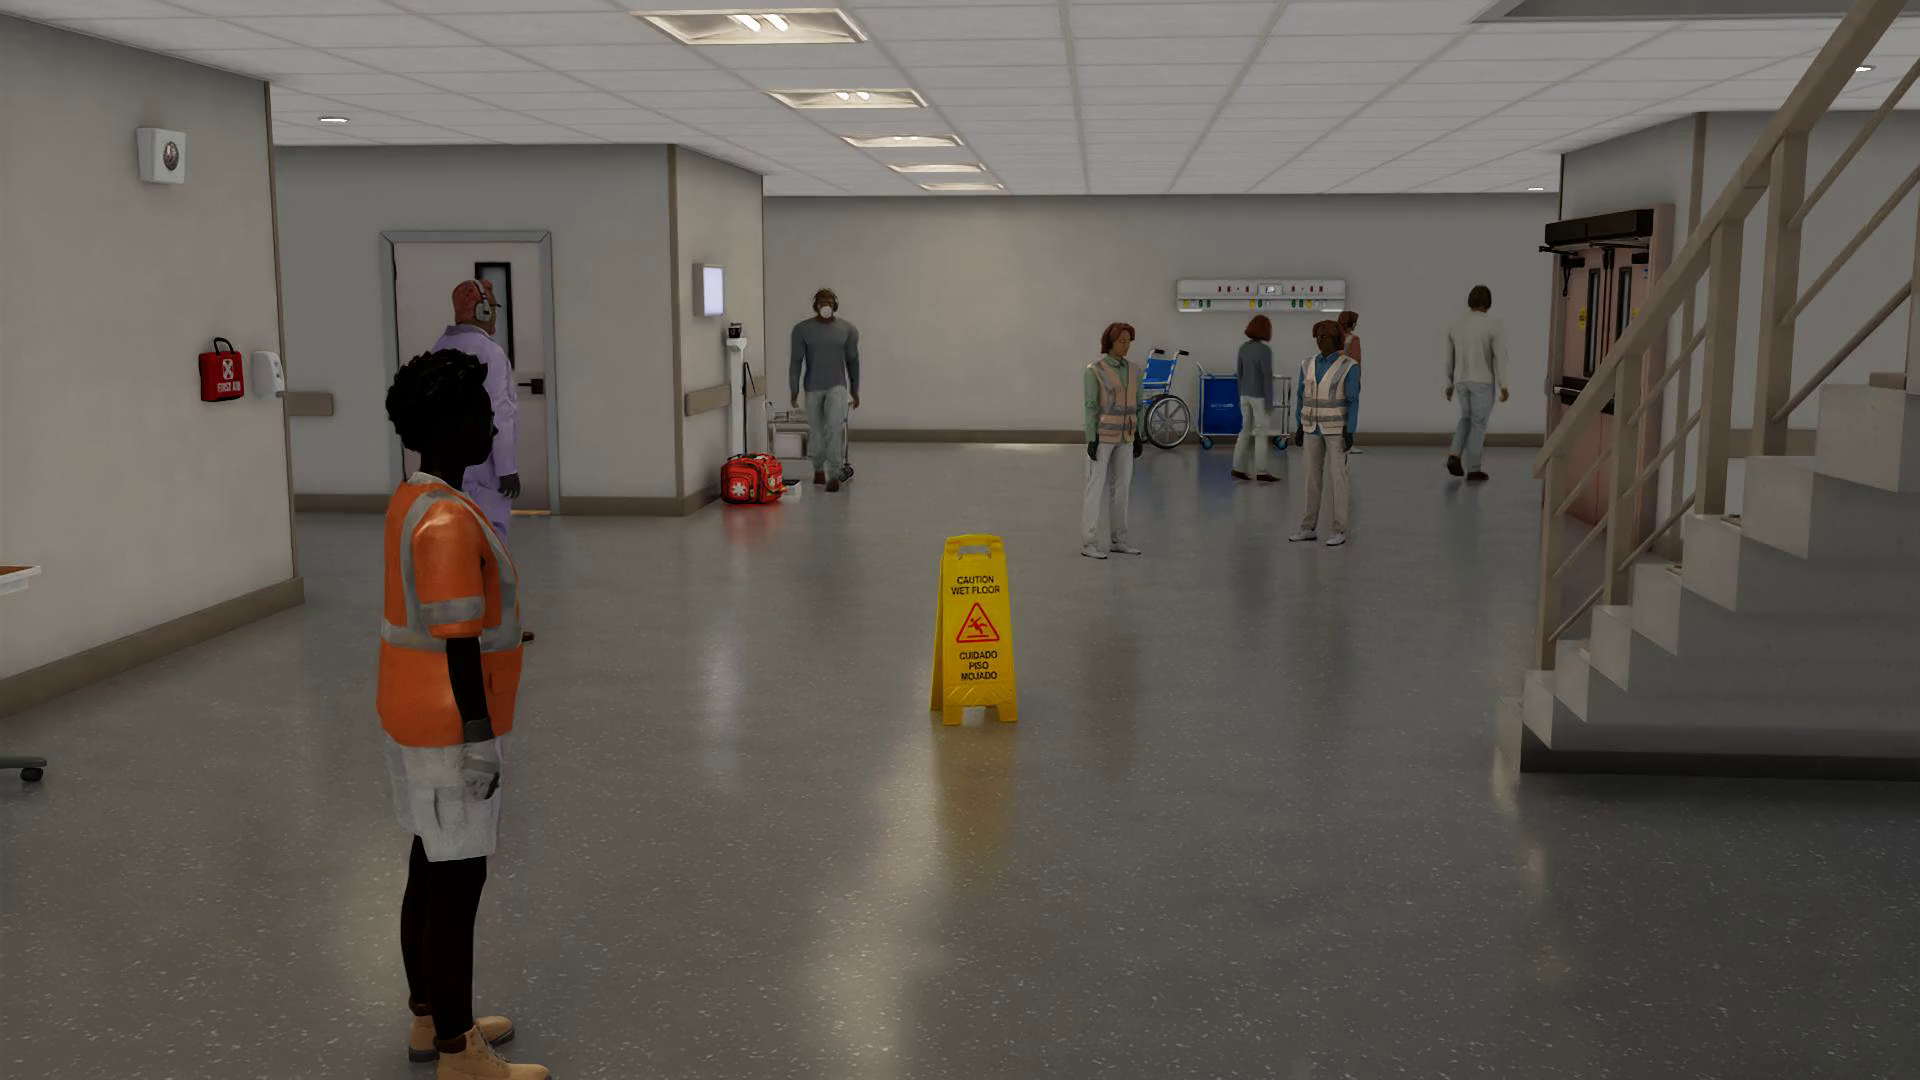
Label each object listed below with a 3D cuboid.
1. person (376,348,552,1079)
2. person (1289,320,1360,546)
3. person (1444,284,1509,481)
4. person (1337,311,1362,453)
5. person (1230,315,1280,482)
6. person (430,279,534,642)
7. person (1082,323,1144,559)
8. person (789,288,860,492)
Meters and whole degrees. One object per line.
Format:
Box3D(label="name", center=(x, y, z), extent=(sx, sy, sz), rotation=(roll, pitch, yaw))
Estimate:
Box3D(label="person", center=(-1.151, 0.418, 3.782), extent=(0.319, 1.697, 0.532), rotation=(-4, 9, -28))
Box3D(label="person", center=(2.669, -0.782, 12.133), extent=(0.309, 1.641, 0.511), rotation=(-8, 12, -44))
Box3D(label="person", center=(5.051, -1.524, 16.256), extent=(0.433, 1.928, 0.629), rotation=(-7, 11, -38))
Box3D(label="person", center=(4.430, -1.813, 19.150), extent=(0.307, 1.639, 0.525), rotation=(-4, 9, -25))
Box3D(label="person", center=(2.876, -1.364, 16.212), extent=(0.444, 1.637, 0.517), rotation=(-4, 9, -26))
Box3D(label="person", center=(-2.503, -0.402, 8.696), extent=(0.400, 1.901, 0.646), rotation=(-8, 12, -43))
Box3D(label="person", center=(1.058, -0.686, 11.525), extent=(0.514, 1.630, 0.318), rotation=(-6, 10, -37))
Box3D(label="person", center=(-1.277, -1.425, 15.675), extent=(0.657, 1.897, 0.991), rotation=(-1, 8, -4))
